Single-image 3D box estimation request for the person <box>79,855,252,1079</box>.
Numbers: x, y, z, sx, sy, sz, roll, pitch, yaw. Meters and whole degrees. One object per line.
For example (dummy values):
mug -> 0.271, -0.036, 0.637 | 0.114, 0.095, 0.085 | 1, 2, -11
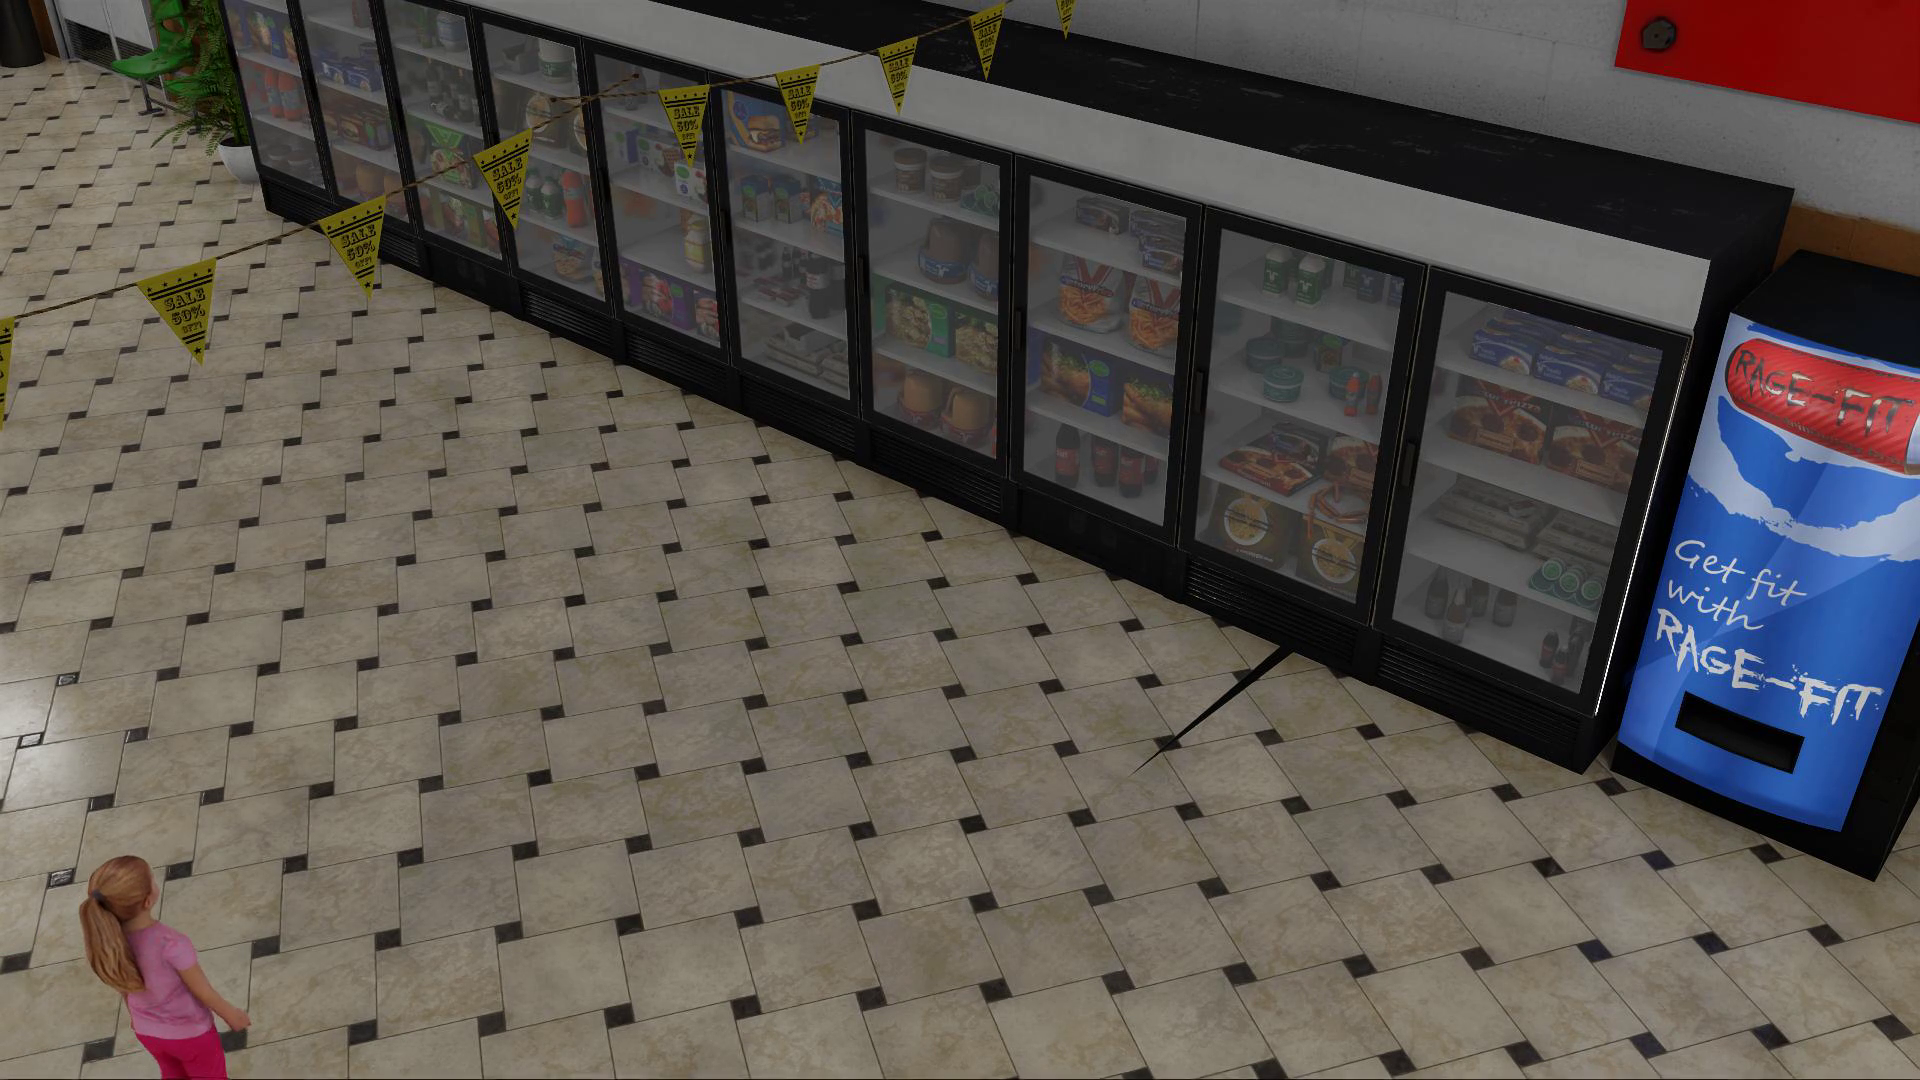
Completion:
person -> -2.358, 1.454, 4.976 | 0.577, 1.271, 0.623 | 10, 33, 16
